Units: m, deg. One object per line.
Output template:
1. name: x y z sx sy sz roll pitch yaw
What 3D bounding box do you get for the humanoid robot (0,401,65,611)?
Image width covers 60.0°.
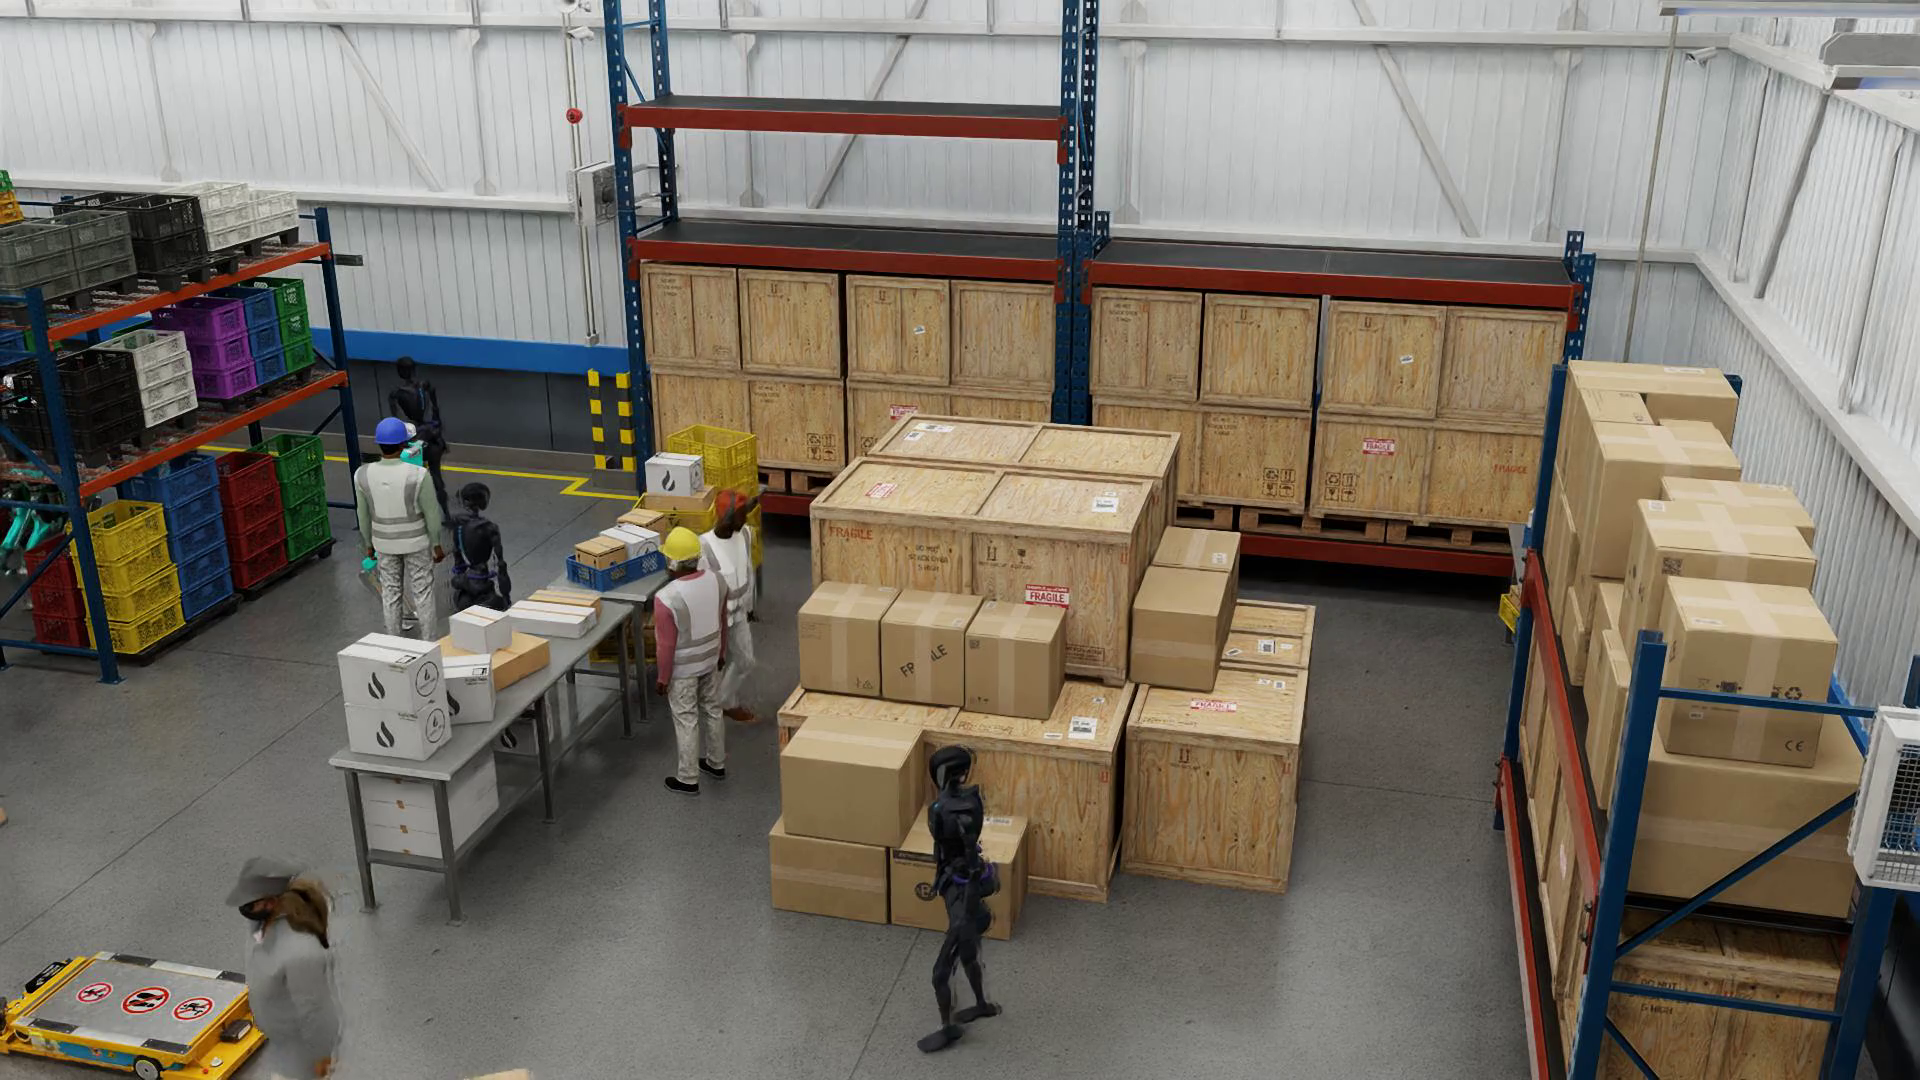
1. humanoid robot: -7.629 -0.201 13.456 0.530 1.753 0.689 5 22 13

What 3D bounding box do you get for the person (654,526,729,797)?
1. person: -1.756 0.781 10.810 0.404 1.831 0.598 15 26 34

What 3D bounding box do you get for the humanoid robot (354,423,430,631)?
1. humanoid robot: -4.536 -0.122 13.165 0.736 1.692 0.530 7 22 17

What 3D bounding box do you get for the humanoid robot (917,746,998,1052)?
1. humanoid robot: -0.043 1.784 8.420 0.583 1.636 0.614 -7 22 -17

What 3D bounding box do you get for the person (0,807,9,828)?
1. person: -6.278 0.898 10.210 0.606 2.048 0.366 6 22 15

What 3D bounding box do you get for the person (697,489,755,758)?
1. person: -1.688 0.546 11.387 0.459 1.873 0.748 16 26 35

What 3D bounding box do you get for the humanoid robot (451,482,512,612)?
1. humanoid robot: -3.482 0.353 12.191 0.588 1.630 0.716 14 25 32

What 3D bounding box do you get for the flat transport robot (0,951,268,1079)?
1. flat transport robot: -4.270 2.464 8.601 1.431 0.231 0.659 5 22 13

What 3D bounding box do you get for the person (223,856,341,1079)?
1. person: -2.928 2.156 7.323 0.437 1.757 0.580 -15 25 -33

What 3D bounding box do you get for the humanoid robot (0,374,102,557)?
1. humanoid robot: -7.907 -0.697 14.624 0.533 1.677 0.735 13 25 31

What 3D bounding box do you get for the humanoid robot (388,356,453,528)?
1. humanoid robot: -5.068 -0.919 15.499 0.681 1.632 0.612 12 24 29

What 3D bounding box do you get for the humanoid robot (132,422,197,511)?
1. humanoid robot: -7.201 -0.694 14.950 0.552 1.887 0.802 1 21 4

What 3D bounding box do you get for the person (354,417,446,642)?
1. person: -4.237 0.013 12.661 0.614 1.946 0.389 1 21 1
